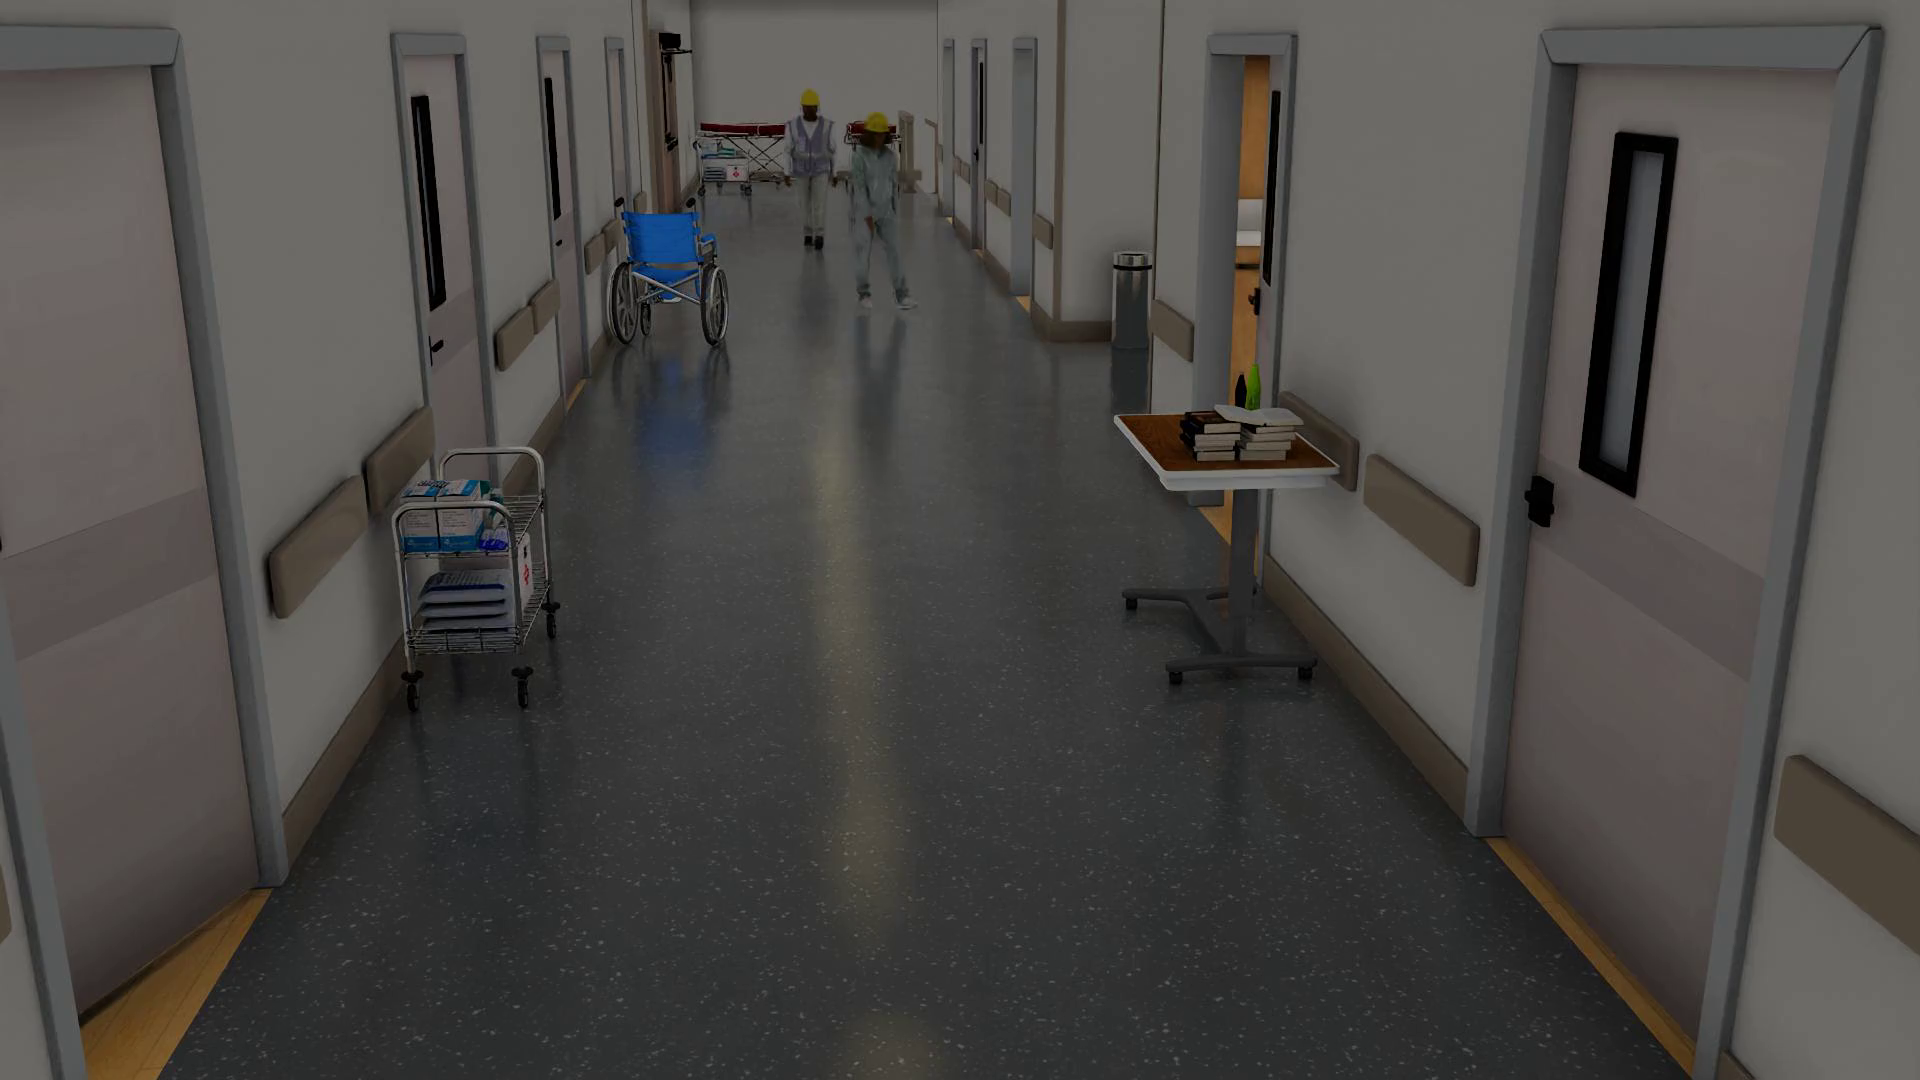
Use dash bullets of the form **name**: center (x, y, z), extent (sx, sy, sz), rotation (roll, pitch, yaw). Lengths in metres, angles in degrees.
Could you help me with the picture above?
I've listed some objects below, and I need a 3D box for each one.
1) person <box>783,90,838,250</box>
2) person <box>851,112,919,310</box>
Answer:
- **person**: center (-1.710, -4.232, 19.042), extent (0.616, 1.776, 0.962), rotation (-1, 17, -2)
- **person**: center (-0.679, -2.842, 14.528), extent (0.488, 1.707, 0.849), rotation (-10, 20, -31)
